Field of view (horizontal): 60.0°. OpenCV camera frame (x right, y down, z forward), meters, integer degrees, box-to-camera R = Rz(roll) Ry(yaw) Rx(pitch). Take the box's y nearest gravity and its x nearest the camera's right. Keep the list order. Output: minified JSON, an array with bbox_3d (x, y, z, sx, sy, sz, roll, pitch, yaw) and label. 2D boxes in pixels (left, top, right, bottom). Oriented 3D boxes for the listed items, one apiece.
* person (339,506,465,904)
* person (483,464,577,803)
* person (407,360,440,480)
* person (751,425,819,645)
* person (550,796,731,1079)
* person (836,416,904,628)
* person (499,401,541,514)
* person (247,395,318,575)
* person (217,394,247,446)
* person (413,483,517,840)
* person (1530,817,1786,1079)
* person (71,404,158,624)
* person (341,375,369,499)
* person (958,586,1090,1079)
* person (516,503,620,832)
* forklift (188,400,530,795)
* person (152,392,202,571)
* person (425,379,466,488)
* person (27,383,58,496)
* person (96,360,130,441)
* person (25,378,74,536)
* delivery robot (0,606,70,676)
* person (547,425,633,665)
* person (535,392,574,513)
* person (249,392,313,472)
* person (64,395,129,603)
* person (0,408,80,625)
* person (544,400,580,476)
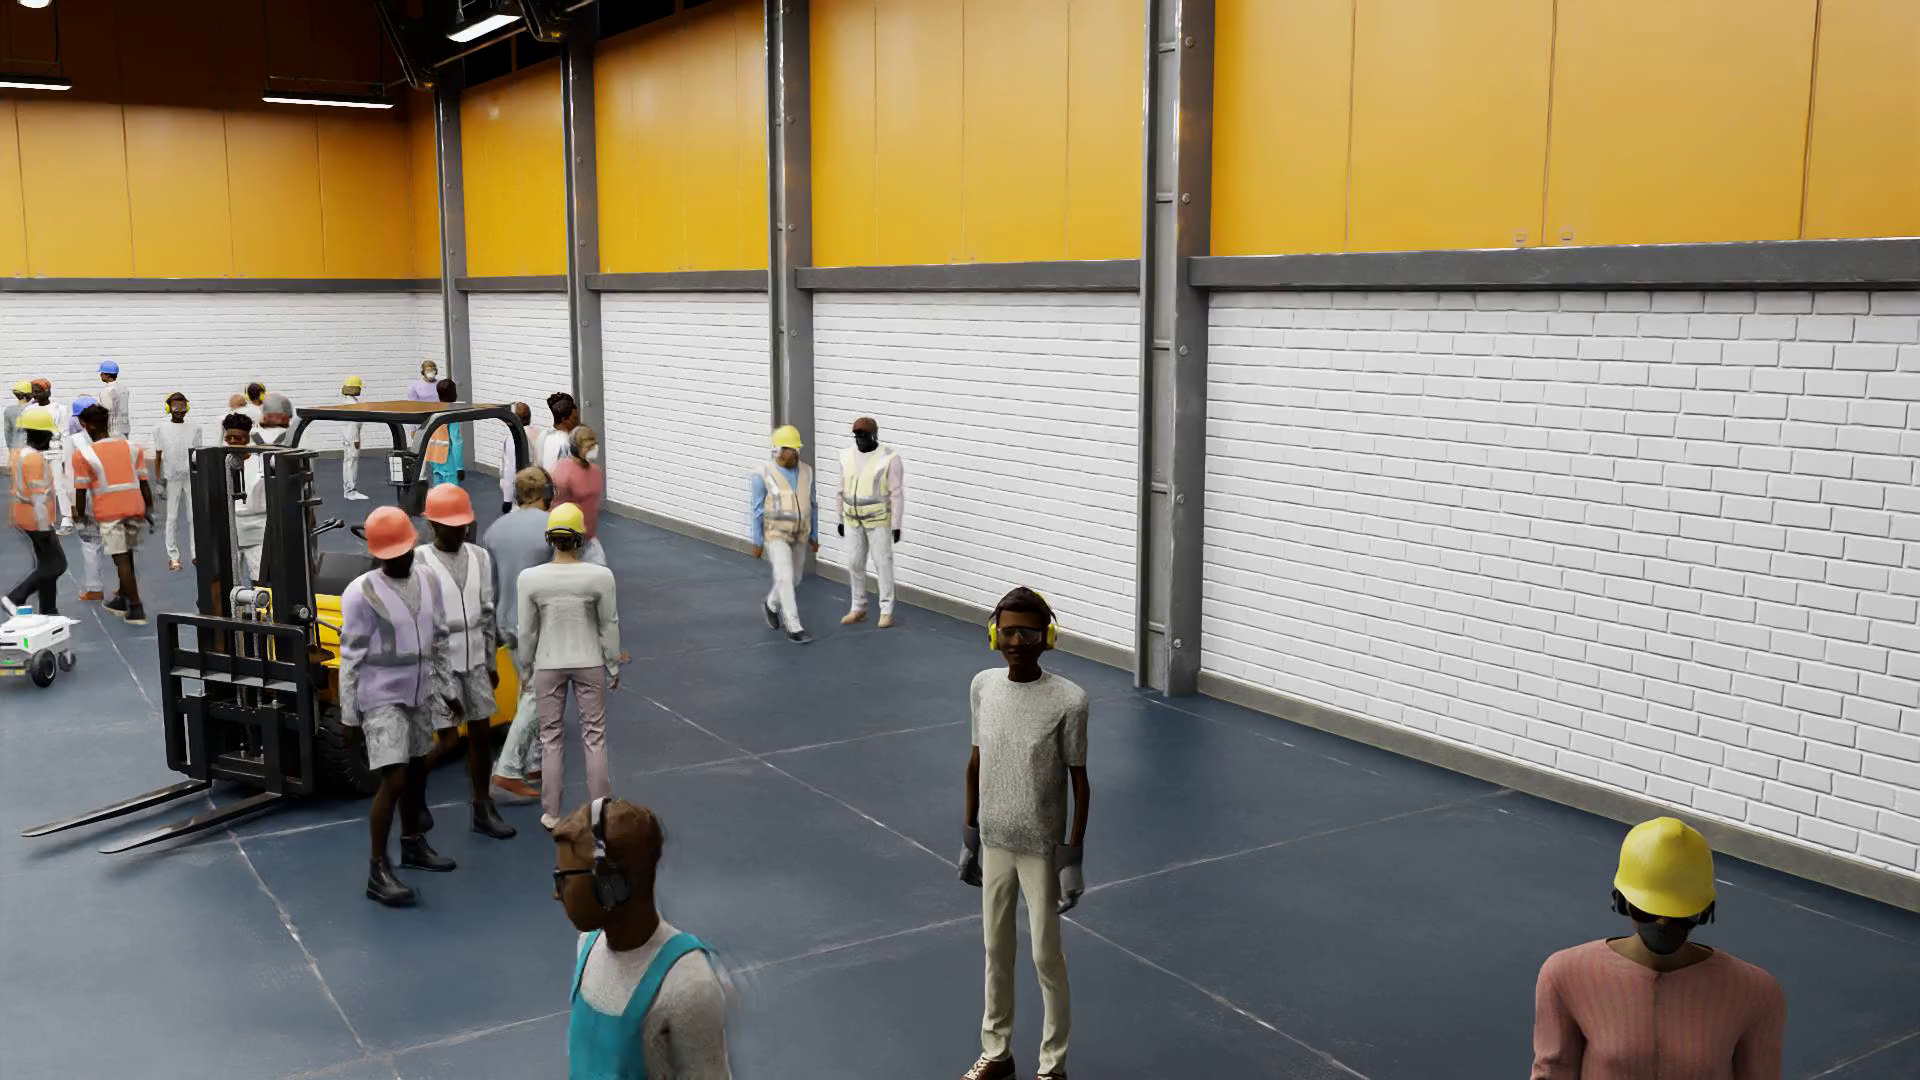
[{"bbox_3d":[-2.676,0.768,7.958,0.557,1.893,0.623,4,9,24],"label":"person"},{"bbox_3d":[-2.528,0.531,9.539,0.652,1.907,0.723,5,10,30],"label":"person"},{"bbox_3d":[-7.568,-1.611,23.807,0.637,1.937,0.357,-6,10,-36],"label":"person"},{"bbox_3d":[-1.476,-0.067,13.886,0.589,1.807,0.839,-7,11,-39],"label":"person"},{"bbox_3d":[-0.617,1.461,3.557,0.334,1.809,0.683,-7,11,-41],"label":"person"},{"bbox_3d":[-0.797,-0.155,14.375,0.655,1.831,0.431,4,10,28],"label":"person"},{"bbox_3d":[-4.247,-0.424,16.161,0.429,1.840,0.626,1,9,8],"label":"person"},{"bbox_3d":[-6.056,-0.335,14.865,0.691,2.000,1.035,0,8,3],"label":"person"},{"bbox_3d":[-9.246,-1.070,21.305,0.519,1.596,0.868,-3,9,-17],"label":"person"},{"bbox_3d":[-2.686,0.639,8.713,0.583,1.916,0.581,6,10,36],"label":"person"},{"bbox_3d":[1.532,1.462,3.710,0.519,1.757,0.337,3,9,17],"label":"person"},{"bbox_3d":[-7.448,-0.229,14.586,0.894,1.908,0.635,6,10,34],"label":"person"},{"bbox_3d":[-8.477,-1.433,23.293,0.324,1.736,0.480,-5,10,-32],"label":"person"},{"bbox_3d":[0.209,1.085,5.851,0.526,1.876,0.324,6,10,34],"label":"person"},{"bbox_3d":[-2.096,0.682,8.932,0.535,1.767,0.317,-2,9,-11],"label":"person"},{"bbox_3d":[-3.529,0.258,10.348,1.214,2.155,2.313,4,9,25],"label":"forklift"},{"bbox_3d":[-8.123,-0.615,17.359,0.512,1.862,0.326,-7,11,-41],"label":"person"},{"bbox_3d":[-5.811,-0.858,18.794,0.590,1.920,0.399,8,11,41],"label":"person"},{"bbox_3d":[-13.025,-1.428,23.616,0.514,1.630,0.318,4,9,26],"label":"person"},{"bbox_3d":[-11.804,-1.532,23.233,0.383,1.951,0.605,0,8,-3],"label":"person"},{"bbox_3d":[-10.841,-0.982,19.785,0.577,1.879,0.356,2,9,12],"label":"person"},{"bbox_3d":[-6.925,0.731,12.347,0.477,0.478,0.707,-1,8,-4],"label":"delivery robot"},{"bbox_3d":[-3.078,0.031,12.973,1.046,1.889,0.642,4,9,23],"label":"person"},{"bbox_3d":[-3.732,-0.409,15.611,0.368,1.966,0.603,2,9,12],"label":"person"},{"bbox_3d":[-6.742,-0.502,16.435,0.655,1.906,0.407,-5,10,-28],"label":"person"},{"bbox_3d":[-8.020,-0.378,15.499,0.419,1.939,0.624,6,10,34],"label":"person"},{"bbox_3d":[-7.892,-0.168,14.175,0.503,1.908,0.602,-5,10,-32],"label":"person"},{"bbox_3d":[-3.611,-0.318,15.159,0.377,1.917,0.599,-5,10,-28],"label":"person"}]
